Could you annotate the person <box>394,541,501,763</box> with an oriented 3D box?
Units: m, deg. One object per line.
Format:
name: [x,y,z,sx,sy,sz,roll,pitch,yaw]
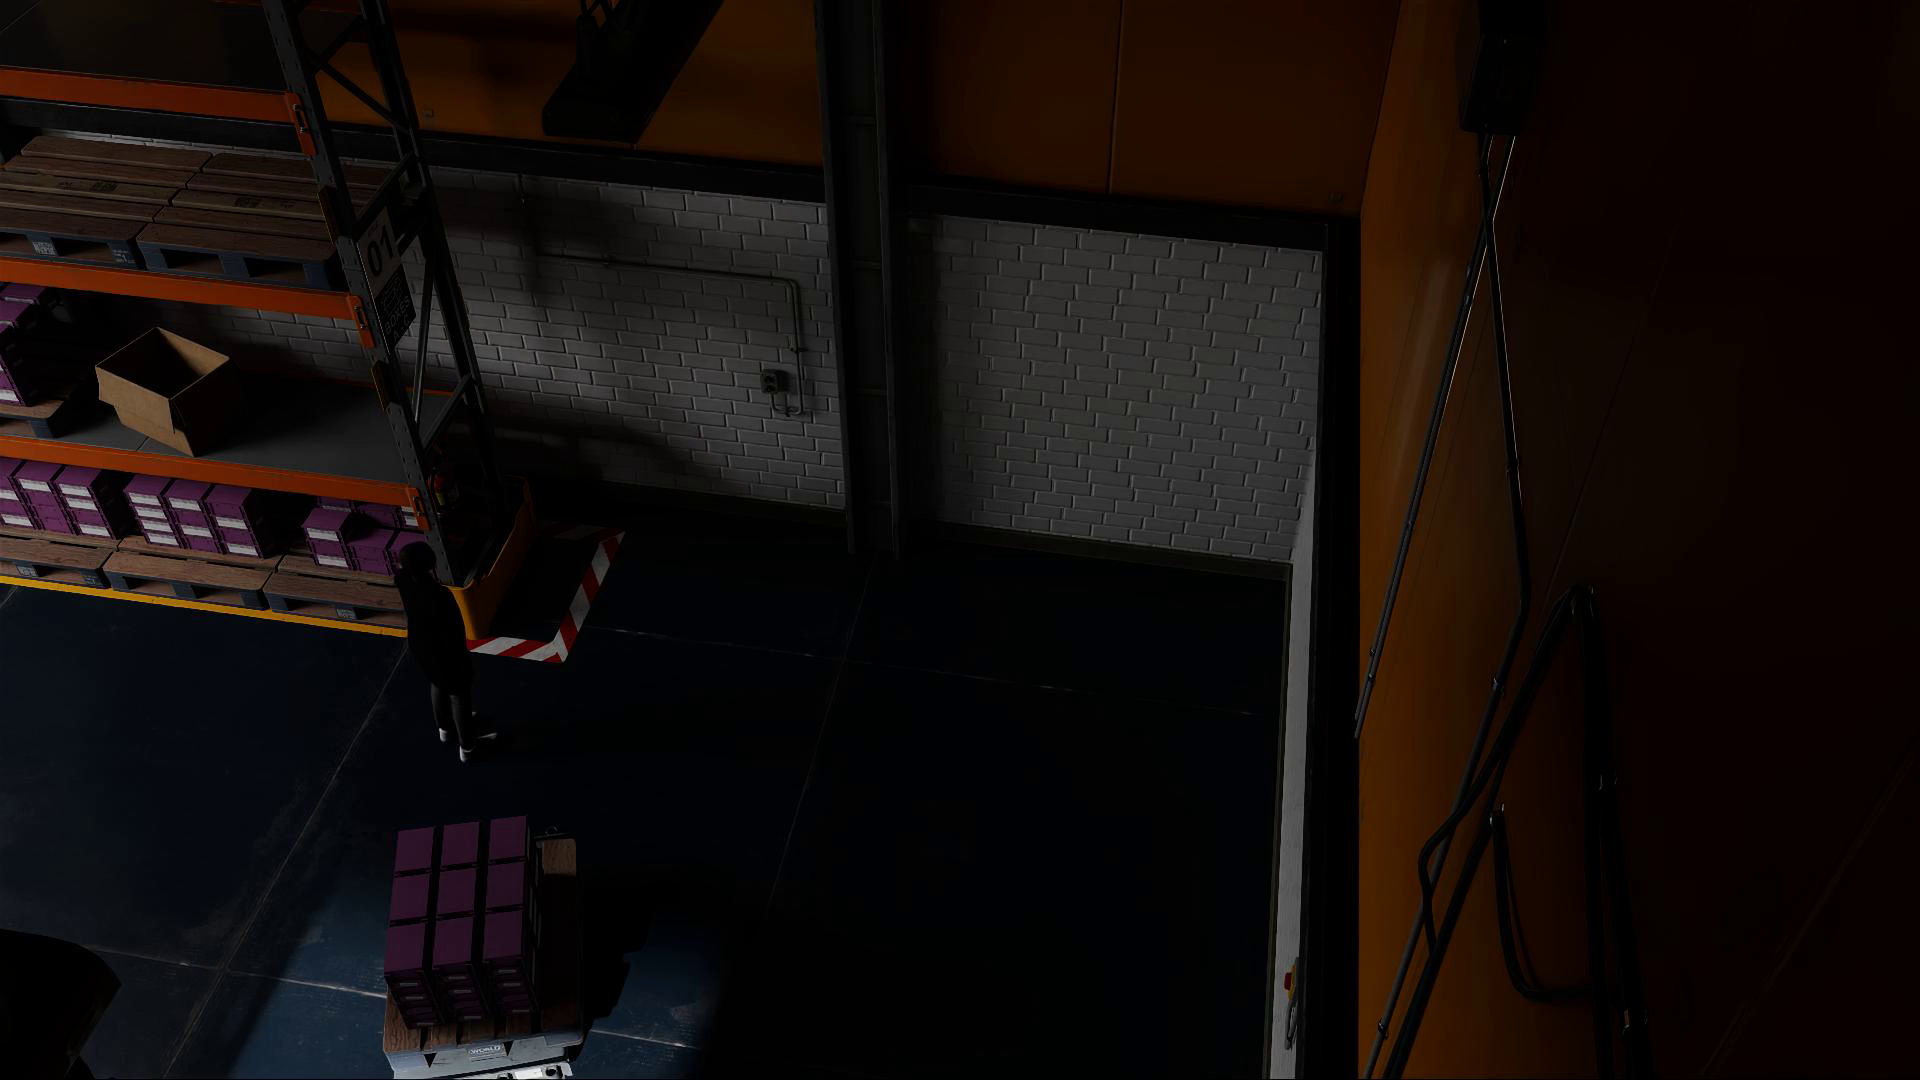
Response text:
person: [-3.235,0.678,10.294,0.669,1.760,0.780,30,51,28]
